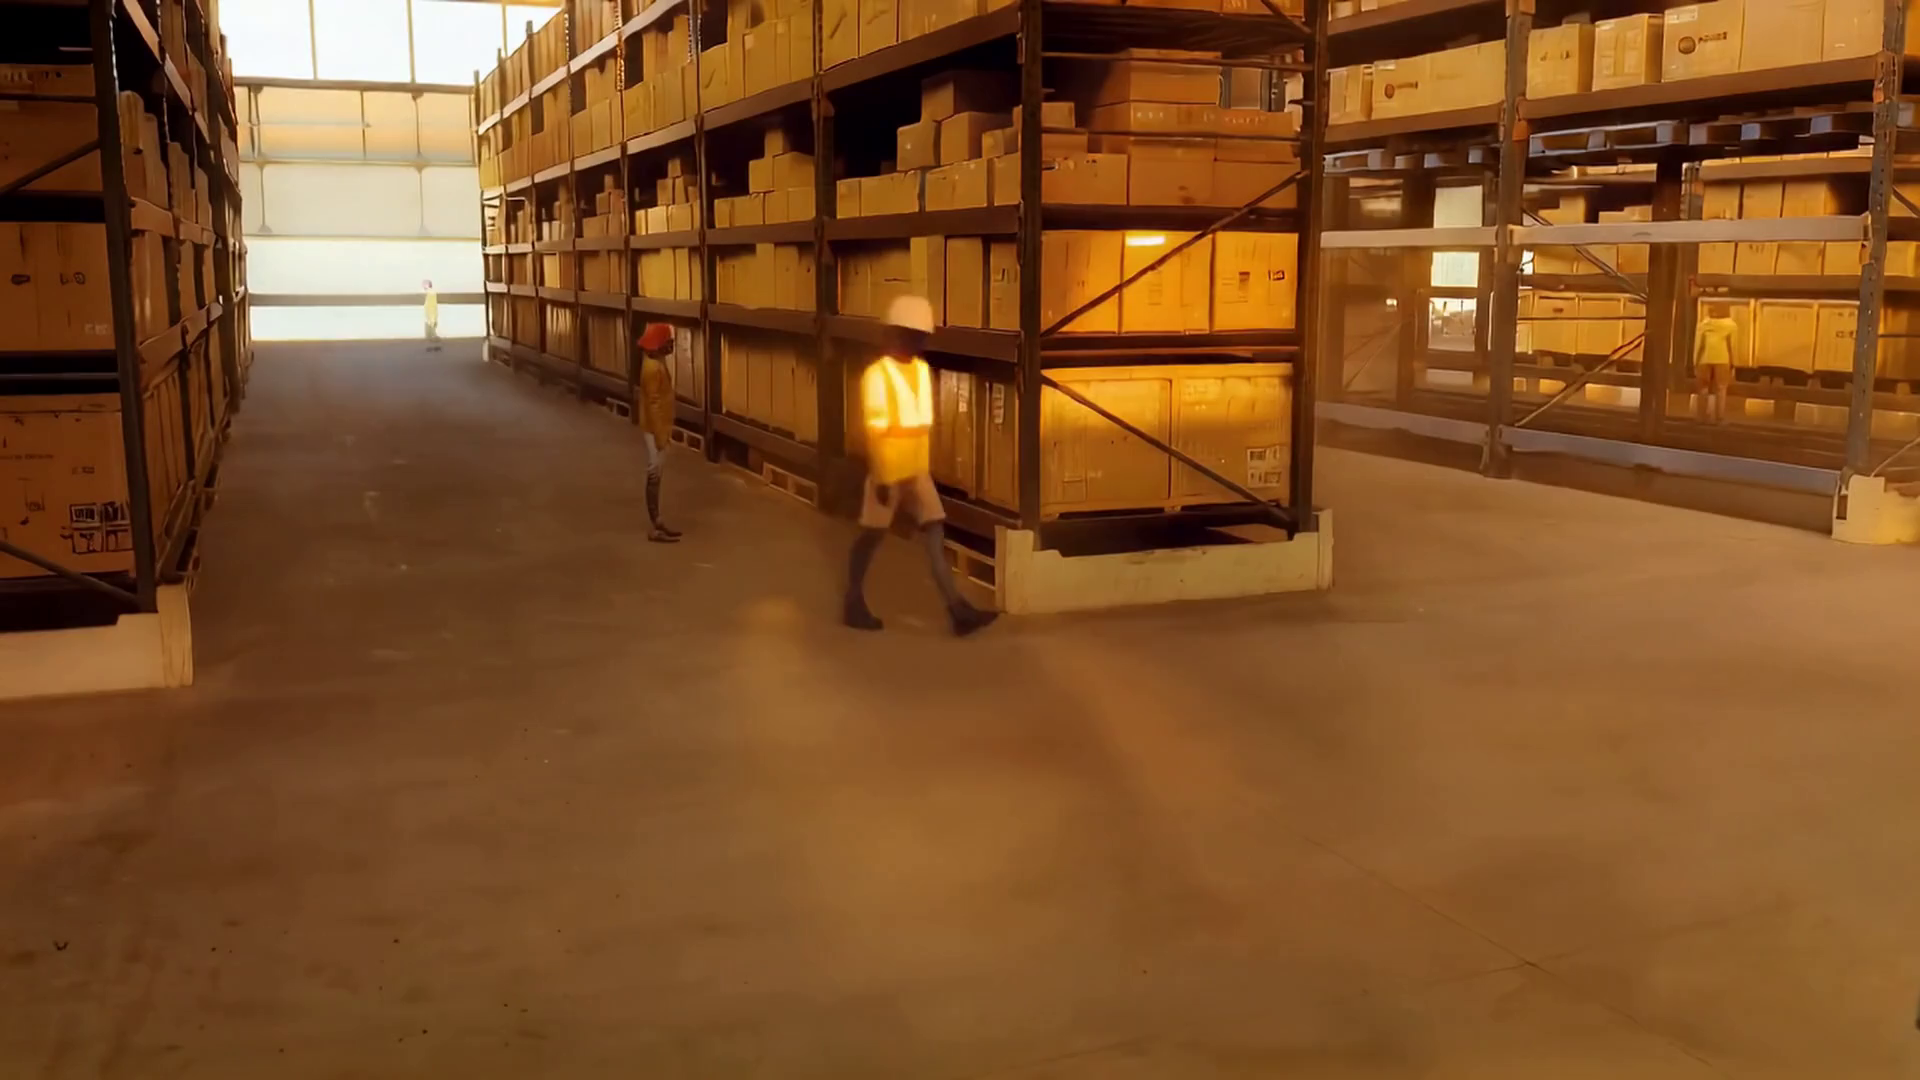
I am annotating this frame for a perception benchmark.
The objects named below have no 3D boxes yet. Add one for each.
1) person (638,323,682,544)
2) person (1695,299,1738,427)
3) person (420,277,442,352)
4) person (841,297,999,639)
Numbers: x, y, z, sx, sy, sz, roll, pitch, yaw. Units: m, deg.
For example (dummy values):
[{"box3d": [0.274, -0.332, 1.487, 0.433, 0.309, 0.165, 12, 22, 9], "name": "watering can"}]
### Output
[{"box3d": [-2.220, -0.788, 12.309, 0.279, 1.633, 0.500, -1, 10, -6], "name": "person"}, {"box3d": [9.181, -2.107, 20.210, 0.278, 1.634, 0.498, -9, 13, -43], "name": "person"}, {"box3d": [-12.293, -5.189, 38.399, 0.693, 1.723, 0.580, -1, 10, -4], "name": "person"}, {"box3d": [-0.282, -0.388, 9.174, 1.028, 1.872, 0.565, 9, 13, 44], "name": "person"}]
